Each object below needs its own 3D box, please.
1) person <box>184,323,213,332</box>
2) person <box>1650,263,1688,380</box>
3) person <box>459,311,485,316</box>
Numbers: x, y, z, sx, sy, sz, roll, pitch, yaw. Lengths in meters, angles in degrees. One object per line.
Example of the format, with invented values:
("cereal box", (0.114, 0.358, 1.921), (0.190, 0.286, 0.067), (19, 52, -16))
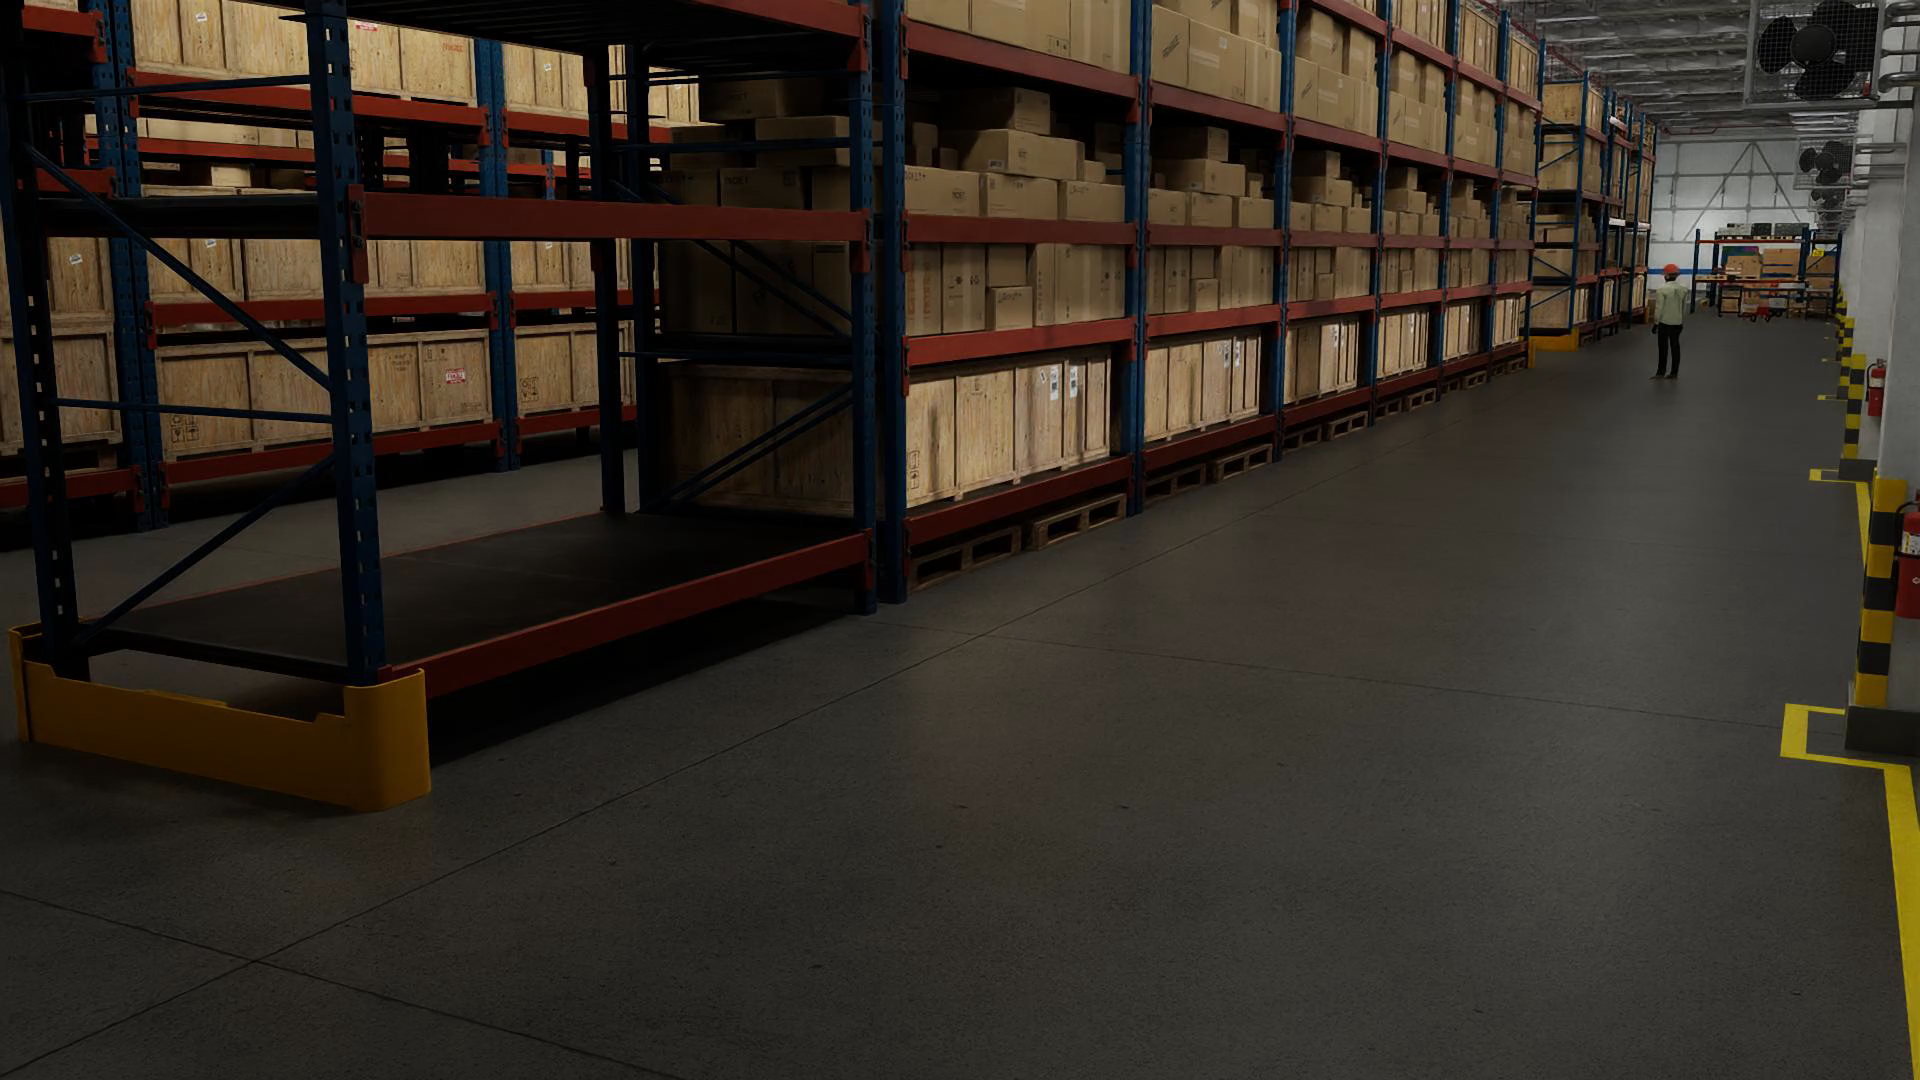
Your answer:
("person", (-8.828, -1.989, 19.188), (0.549, 1.714, 0.891), (6, 12, 32))
("person", (12.144, -3.729, 28.489), (0.610, 1.997, 0.375), (-3, 10, -17))
("person", (-6.111, -2.364, 21.238), (0.654, 1.794, 0.632), (2, 10, 10))
